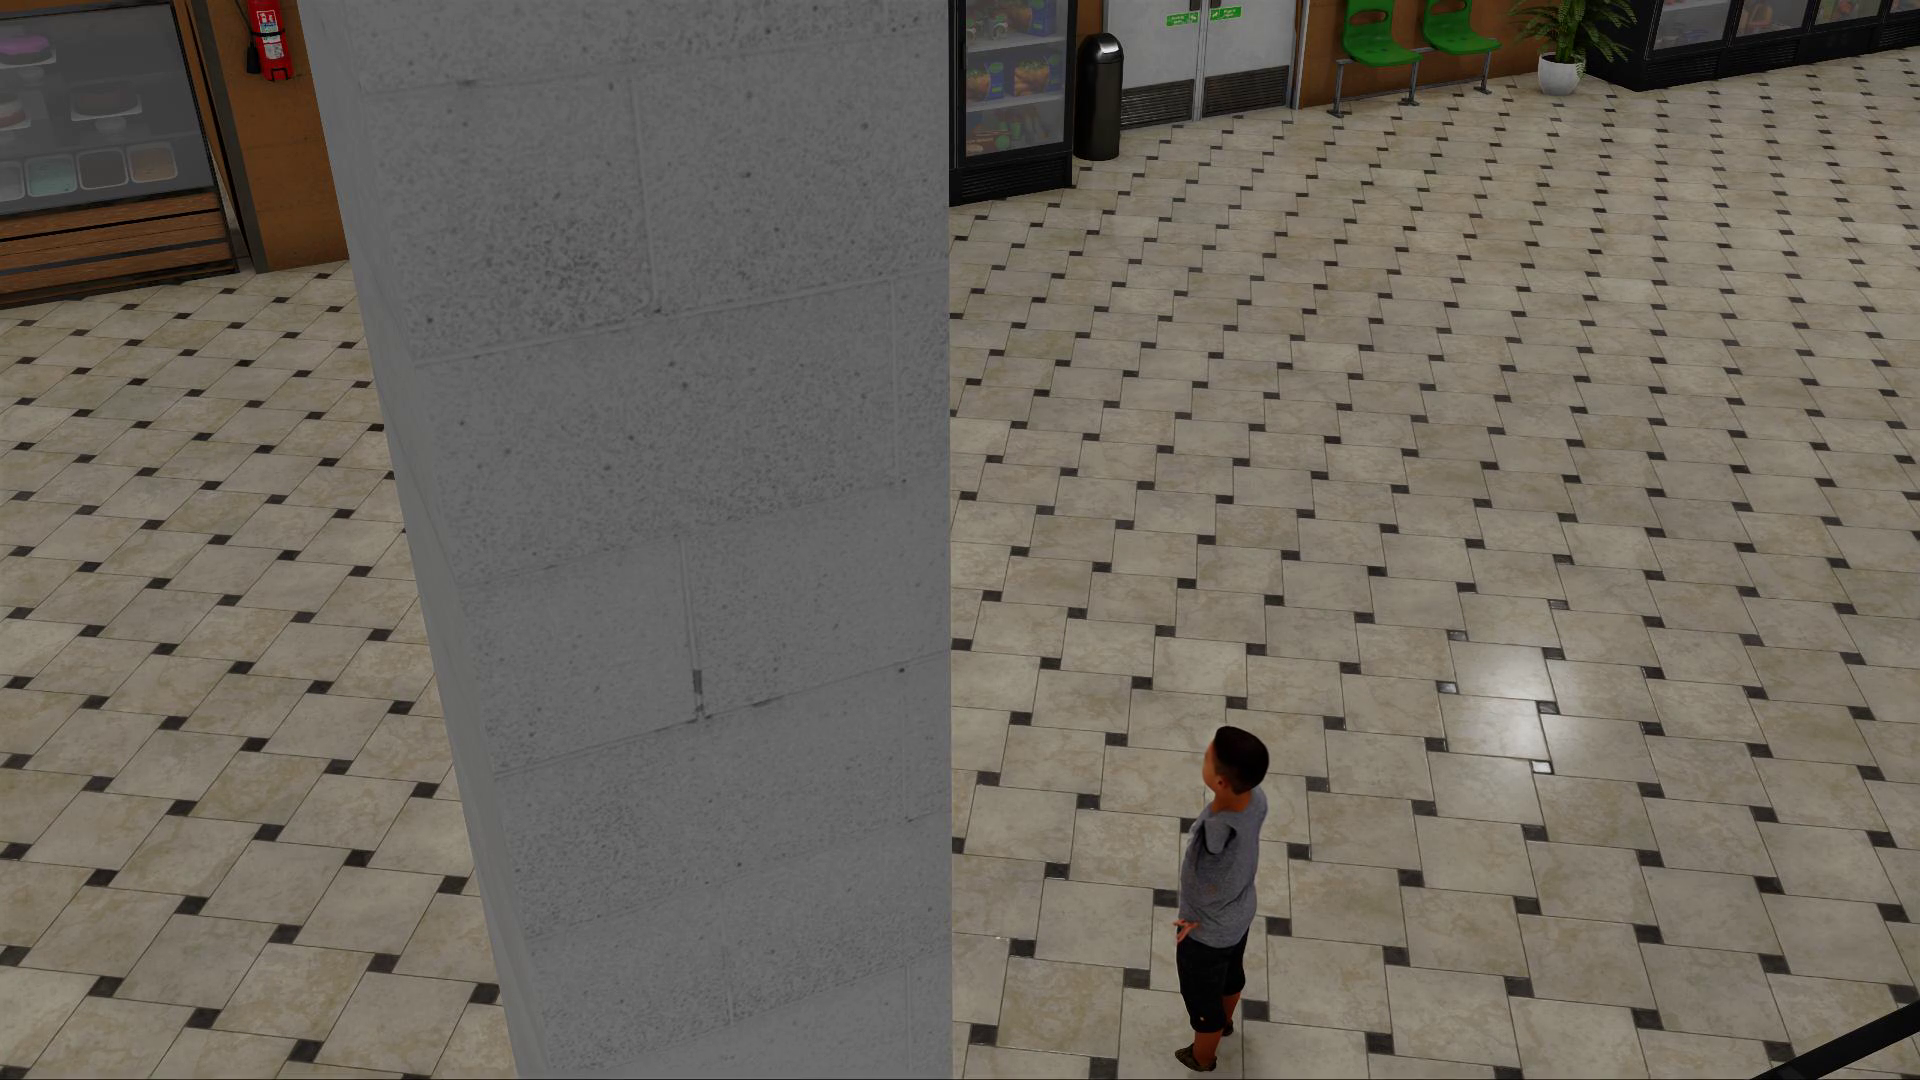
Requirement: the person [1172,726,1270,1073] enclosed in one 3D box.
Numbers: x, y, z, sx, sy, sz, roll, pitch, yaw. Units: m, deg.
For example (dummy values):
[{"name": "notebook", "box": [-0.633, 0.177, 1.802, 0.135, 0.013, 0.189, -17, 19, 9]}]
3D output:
[{"name": "person", "box": [0.856, 1.155, 5.480, 0.672, 1.456, 0.643, 17, 36, 25]}]
